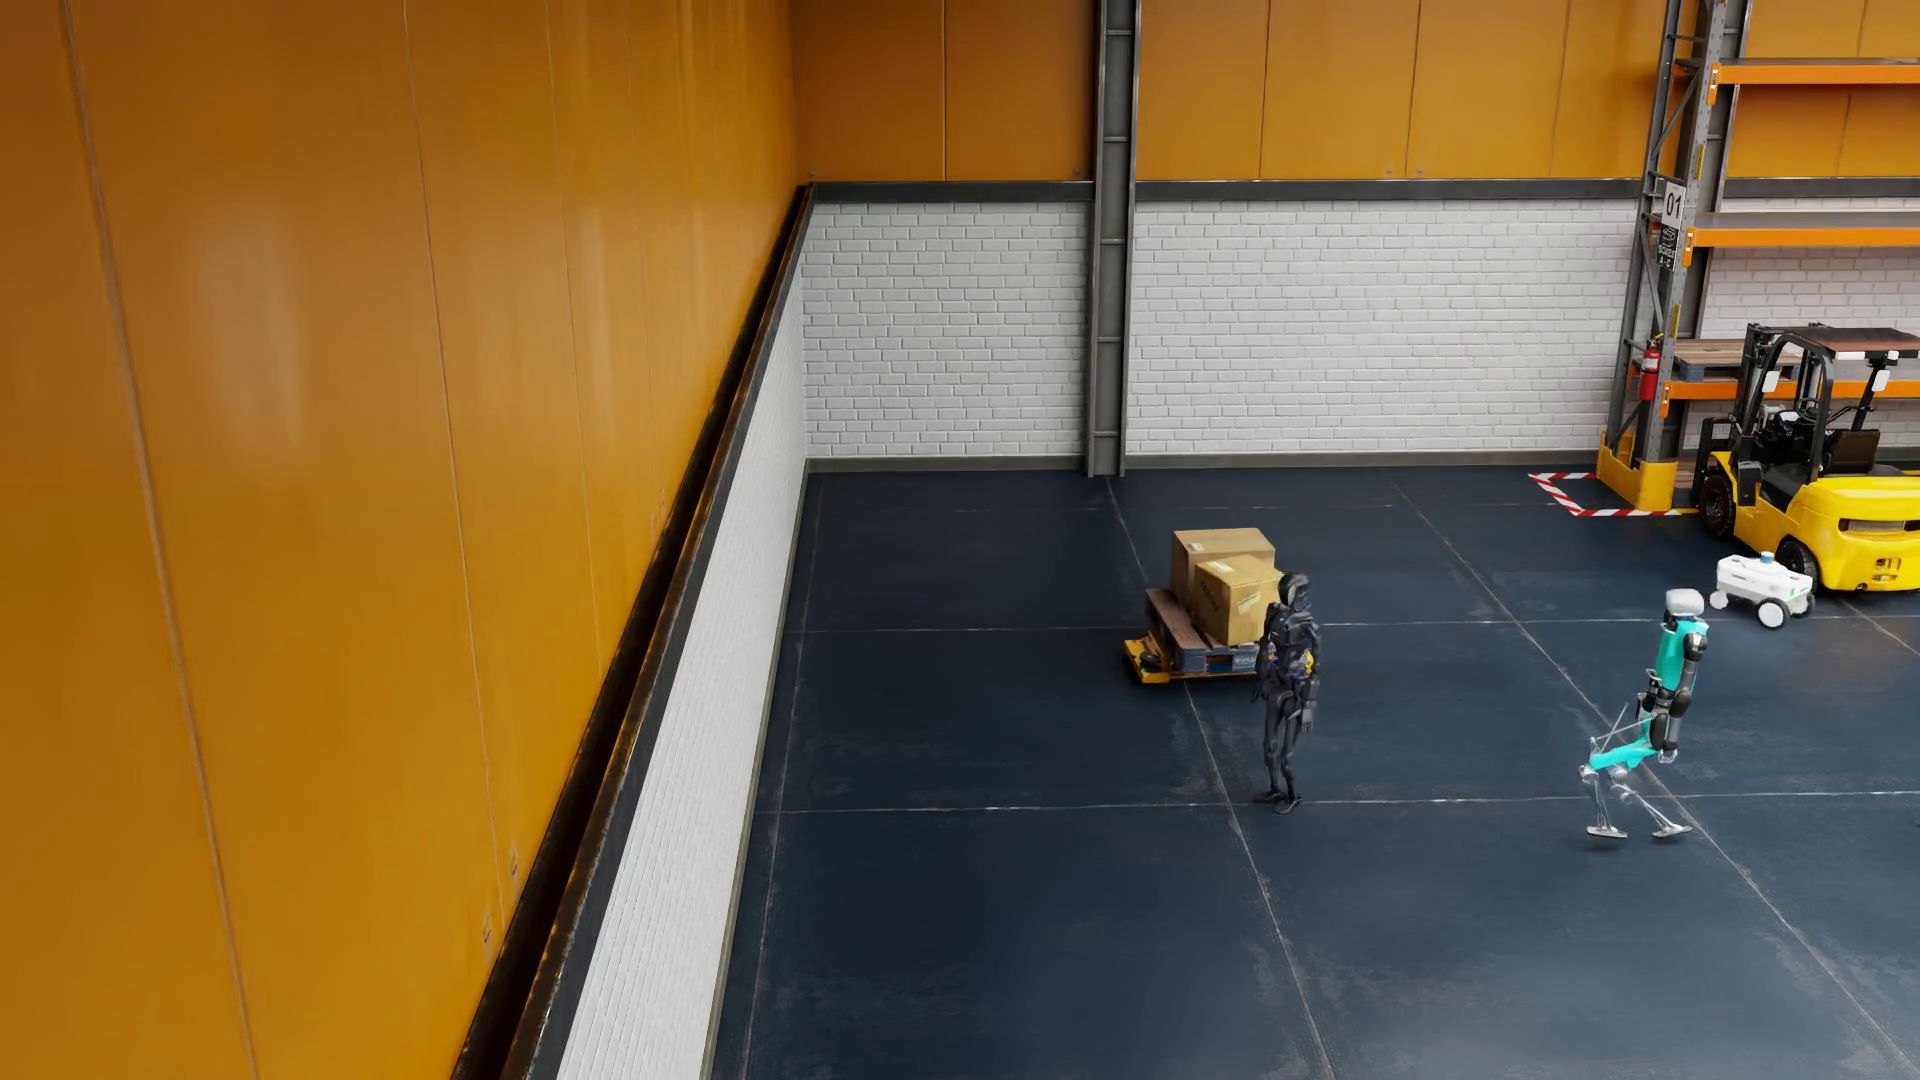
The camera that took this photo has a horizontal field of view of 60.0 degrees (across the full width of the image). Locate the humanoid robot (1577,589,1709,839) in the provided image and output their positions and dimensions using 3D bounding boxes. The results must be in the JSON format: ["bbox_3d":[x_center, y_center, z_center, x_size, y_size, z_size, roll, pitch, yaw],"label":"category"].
[{"bbox_3d":[4.211,1.144,10.332,0.920,1.769,0.545,2,20,7],"label":"humanoid robot"}]

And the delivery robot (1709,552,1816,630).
[{"bbox_3d":[6.797,0.410,14.054,0.499,0.614,0.812,-15,25,-34],"label":"delivery robot"}]

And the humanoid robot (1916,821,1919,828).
[{"bbox_3d":[6.424,1.150,10.396,0.383,1.646,0.607,-7,22,-19],"label":"humanoid robot"}]

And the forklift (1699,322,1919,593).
[{"bbox_3d":[7.809,-0.792,14.926,1.214,2.155,2.313,-1,20,-2],"label":"forklift"}]

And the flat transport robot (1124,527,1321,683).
[{"bbox_3d":[2.068,0.881,13.163,1.431,0.231,0.659,-3,20,-7],"label":"flat transport robot"}]

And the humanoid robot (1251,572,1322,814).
[{"bbox_3d":[2.137,0.985,10.853,0.321,1.655,0.600,-12,23,-29],"label":"humanoid robot"}]
